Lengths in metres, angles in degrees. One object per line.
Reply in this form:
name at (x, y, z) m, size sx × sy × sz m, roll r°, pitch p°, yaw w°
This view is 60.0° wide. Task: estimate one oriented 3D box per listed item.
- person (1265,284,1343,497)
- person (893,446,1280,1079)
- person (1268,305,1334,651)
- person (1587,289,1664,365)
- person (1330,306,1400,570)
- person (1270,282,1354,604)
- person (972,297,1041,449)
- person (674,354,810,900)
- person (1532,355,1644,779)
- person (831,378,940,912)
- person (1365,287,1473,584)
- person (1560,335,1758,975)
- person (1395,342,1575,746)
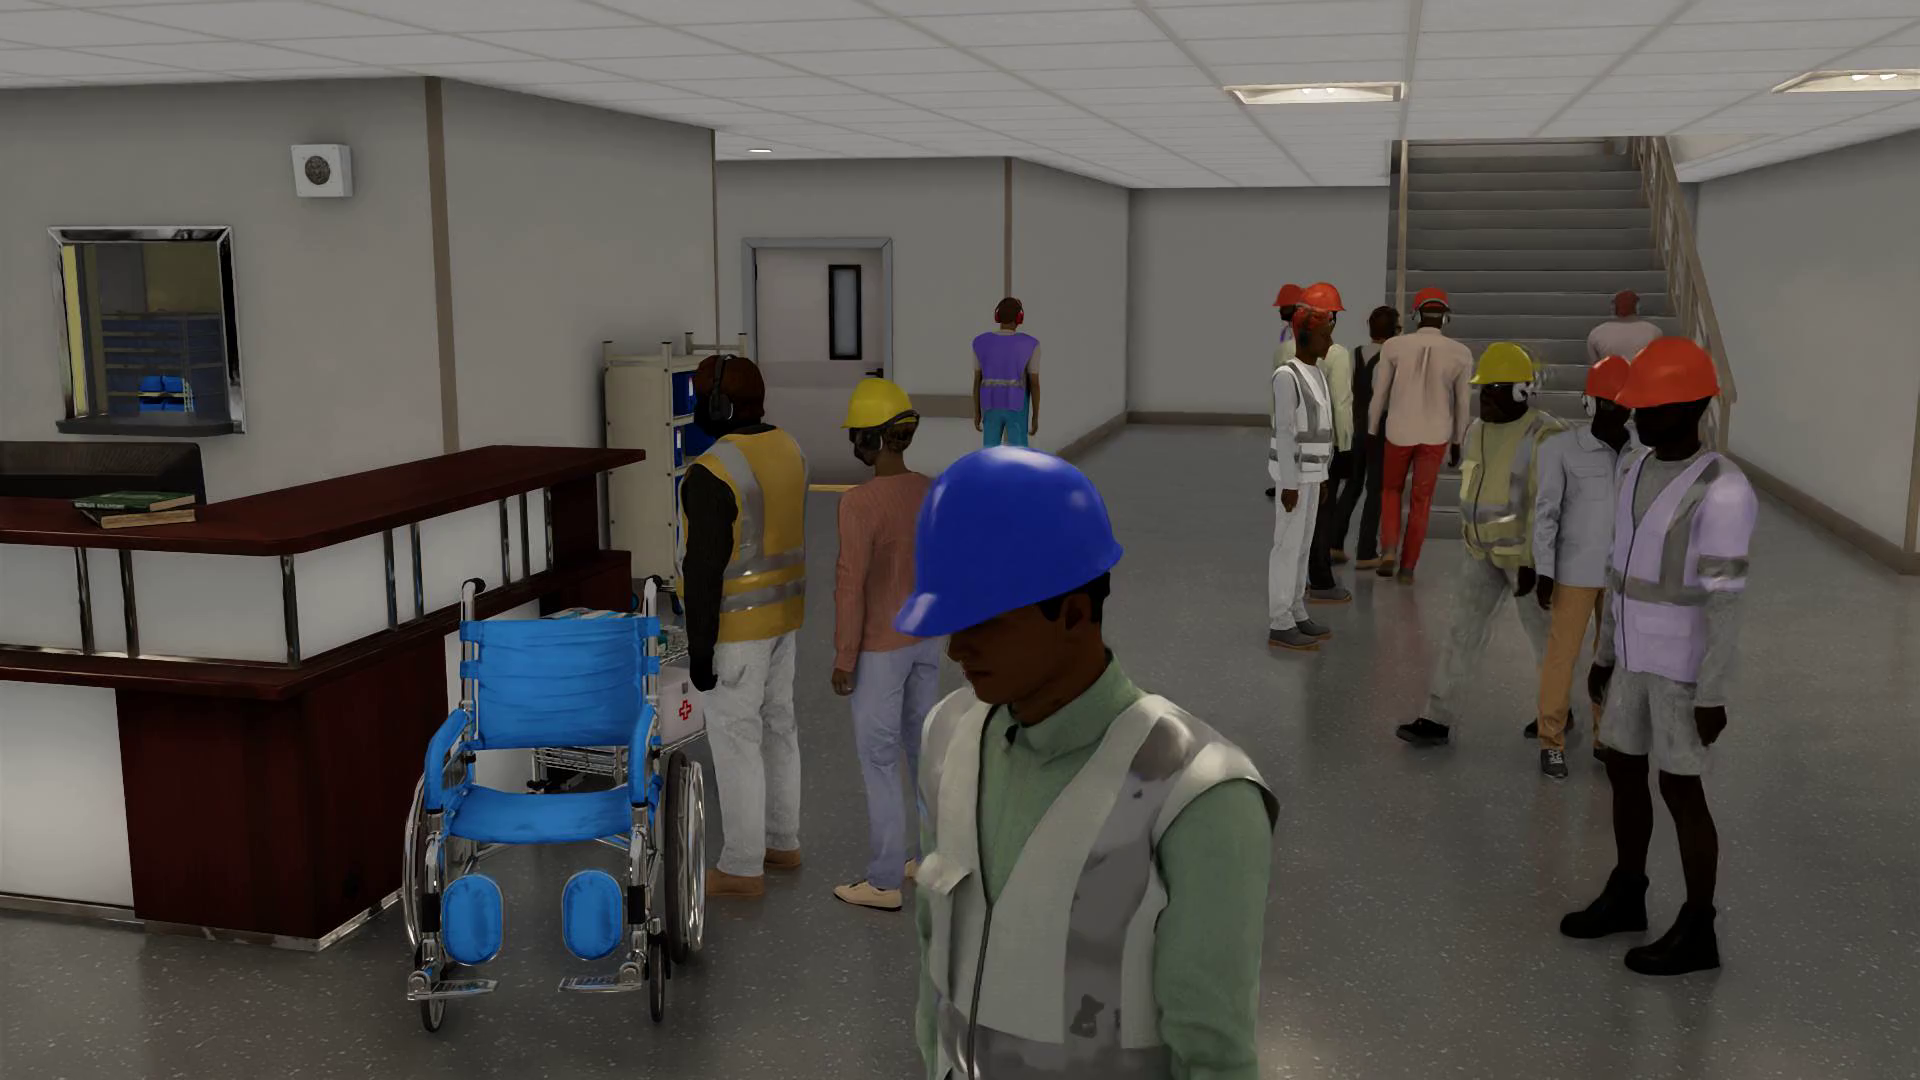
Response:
person at (3.121, -1.340, 14.962) m, size 0.706 × 1.920 × 0.562 m, roll -4°, pitch 10°, yaw -21°
person at (0.118, 0.833, 2.179) m, size 0.444 × 1.924 × 0.628 m, roll -7°, pitch 12°, yaw -38°
person at (1.897, -0.347, 9.210) m, size 0.356 × 1.885 × 0.572 m, roll 5°, pitch 11°, yaw 28°
person at (5.775, -1.236, 14.500) m, size 0.647 × 1.880 × 0.701 m, roll 4°, pitch 11°, yaw 25°
person at (2.831, -0.699, 11.506) m, size 0.461 × 1.822 × 0.542 m, roll -8°, pitch 13°, yaw -41°
person at (2.205, -0.598, 10.367) m, size 0.381 × 1.993 × 0.622 m, roll -7°, pitch 12°, yaw -35°
person at (0.373, -1.021, 13.339) m, size 0.560 × 1.837 × 0.392 m, roll 2°, pitch 10°, yaw 14°
person at (-0.747, 0.291, 5.633) m, size 0.430 × 1.835 × 0.619 m, roll 4°, pitch 11°, yaw 25°
person at (2.646, 0.114, 6.884) m, size 0.562 × 1.752 × 0.324 m, roll -1°, pitch 10°, yaw -6°
person at (-0.245, 0.343, 5.538) m, size 0.342 × 1.756 × 0.518 m, roll 6°, pitch 11°, yaw 32°
person at (3.027, -0.686, 11.002) m, size 0.650 × 1.952 × 0.487 m, roll 2°, pitch 10°, yaw 13°
person at (2.097, 0.348, 4.997) m, size 0.399 × 1.926 × 0.550 m, roll -2°, pitch 10°, yaw -11°
person at (2.393, 0.033, 7.292) m, size 0.924 × 1.789 × 0.599 m, roll -5°, pitch 11°, yaw -28°
